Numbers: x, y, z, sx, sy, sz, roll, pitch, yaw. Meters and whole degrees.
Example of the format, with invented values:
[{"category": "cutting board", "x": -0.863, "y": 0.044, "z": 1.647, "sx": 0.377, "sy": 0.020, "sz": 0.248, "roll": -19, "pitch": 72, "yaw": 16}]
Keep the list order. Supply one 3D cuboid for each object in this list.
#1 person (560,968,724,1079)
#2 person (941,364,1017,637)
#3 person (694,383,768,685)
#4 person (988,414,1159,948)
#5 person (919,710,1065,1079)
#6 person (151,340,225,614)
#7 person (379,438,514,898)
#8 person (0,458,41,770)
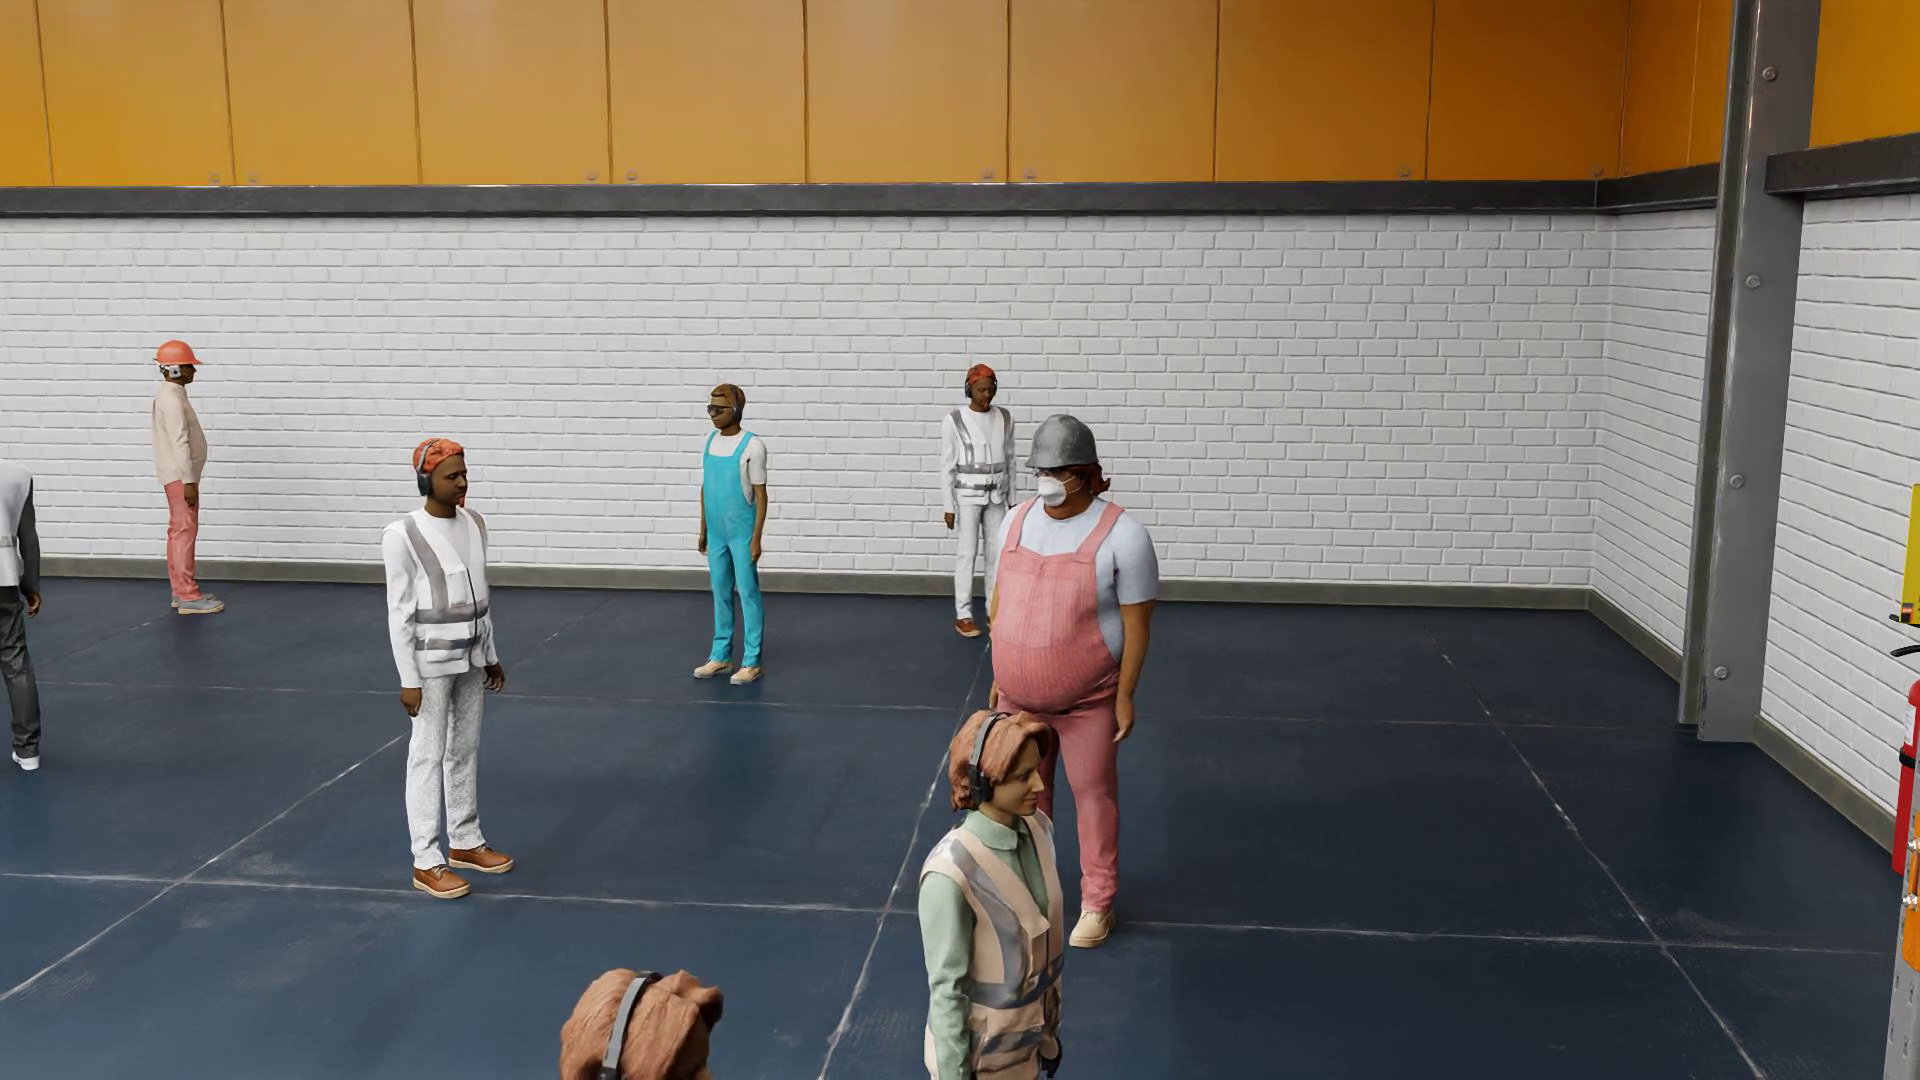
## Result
[{"category": "person", "x": -0.465, "y": 1.415, "z": 2.467, "sx": 0.306, "sy": 1.637, "sz": 0.524, "roll": 1, "pitch": 10, "yaw": 8}, {"category": "person", "x": 0.138, "y": -0.272, "z": 11.440, "sx": 0.586, "sy": 1.879, "sz": 0.357, "roll": -6, "pitch": 12, "yaw": -30}, {"category": "person", "x": -1.401, "y": -0.038, "z": 10.186, "sx": 0.507, "sy": 1.847, "sz": 0.343, "roll": 7, "pitch": 12, "yaw": 34}, {"category": "person", "x": 0.370, "y": 0.535, "z": 6.351, "sx": 0.672, "sy": 2.000, "sz": 0.536, "roll": 6, "pitch": 12, "yaw": 32}, {"category": "person", "x": 0.077, "y": 1.182, "z": 3.791, "sx": 0.308, "sy": 1.641, "sz": 0.516, "roll": 5, "pitch": 11, "yaw": 26}, {"category": "person", "x": -5.688, "y": -0.461, "z": 12.180, "sx": 0.375, "sy": 1.995, "sz": 0.611, "roll": -6, "pitch": 12, "yaw": -31}, {"category": "person", "x": -2.120, "y": 0.517, "z": 6.904, "sx": 0.356, "sy": 1.883, "sz": 0.572, "roll": 4, "pitch": 11, "yaw": 22}, {"category": "person", "x": -4.902, "y": 0.250, "z": 8.321, "sx": 0.382, "sy": 1.921, "sz": 0.596, "roll": 7, "pitch": 12, "yaw": 35}]
